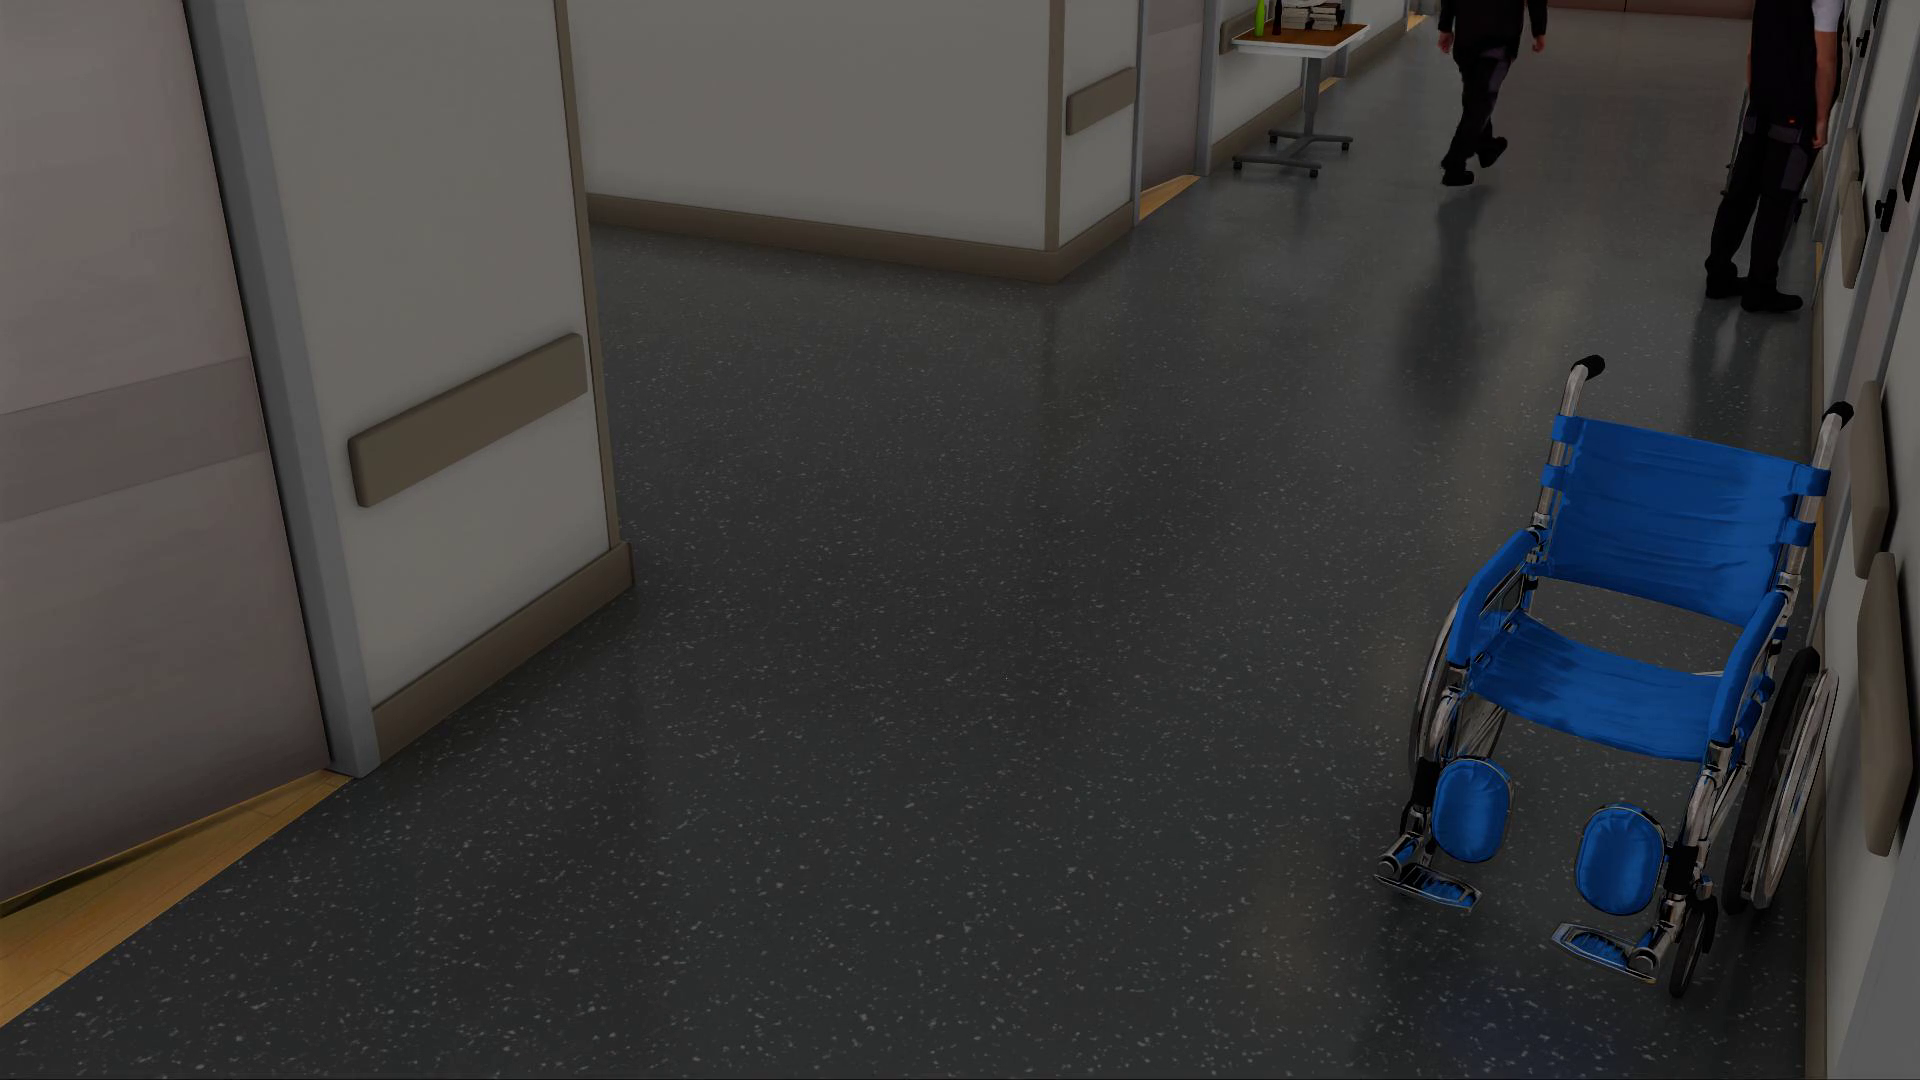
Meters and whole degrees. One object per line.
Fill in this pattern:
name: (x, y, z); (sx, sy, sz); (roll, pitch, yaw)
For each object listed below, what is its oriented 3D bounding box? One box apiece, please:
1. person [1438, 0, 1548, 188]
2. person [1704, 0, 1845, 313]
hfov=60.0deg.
person: (3.073, -2.973, 9.782); (1.263, 1.810, 1.037); (-23, 34, -39)
person: (3.814, -1.997, 7.712); (0.800, 1.849, 0.731); (-8, 27, -16)
